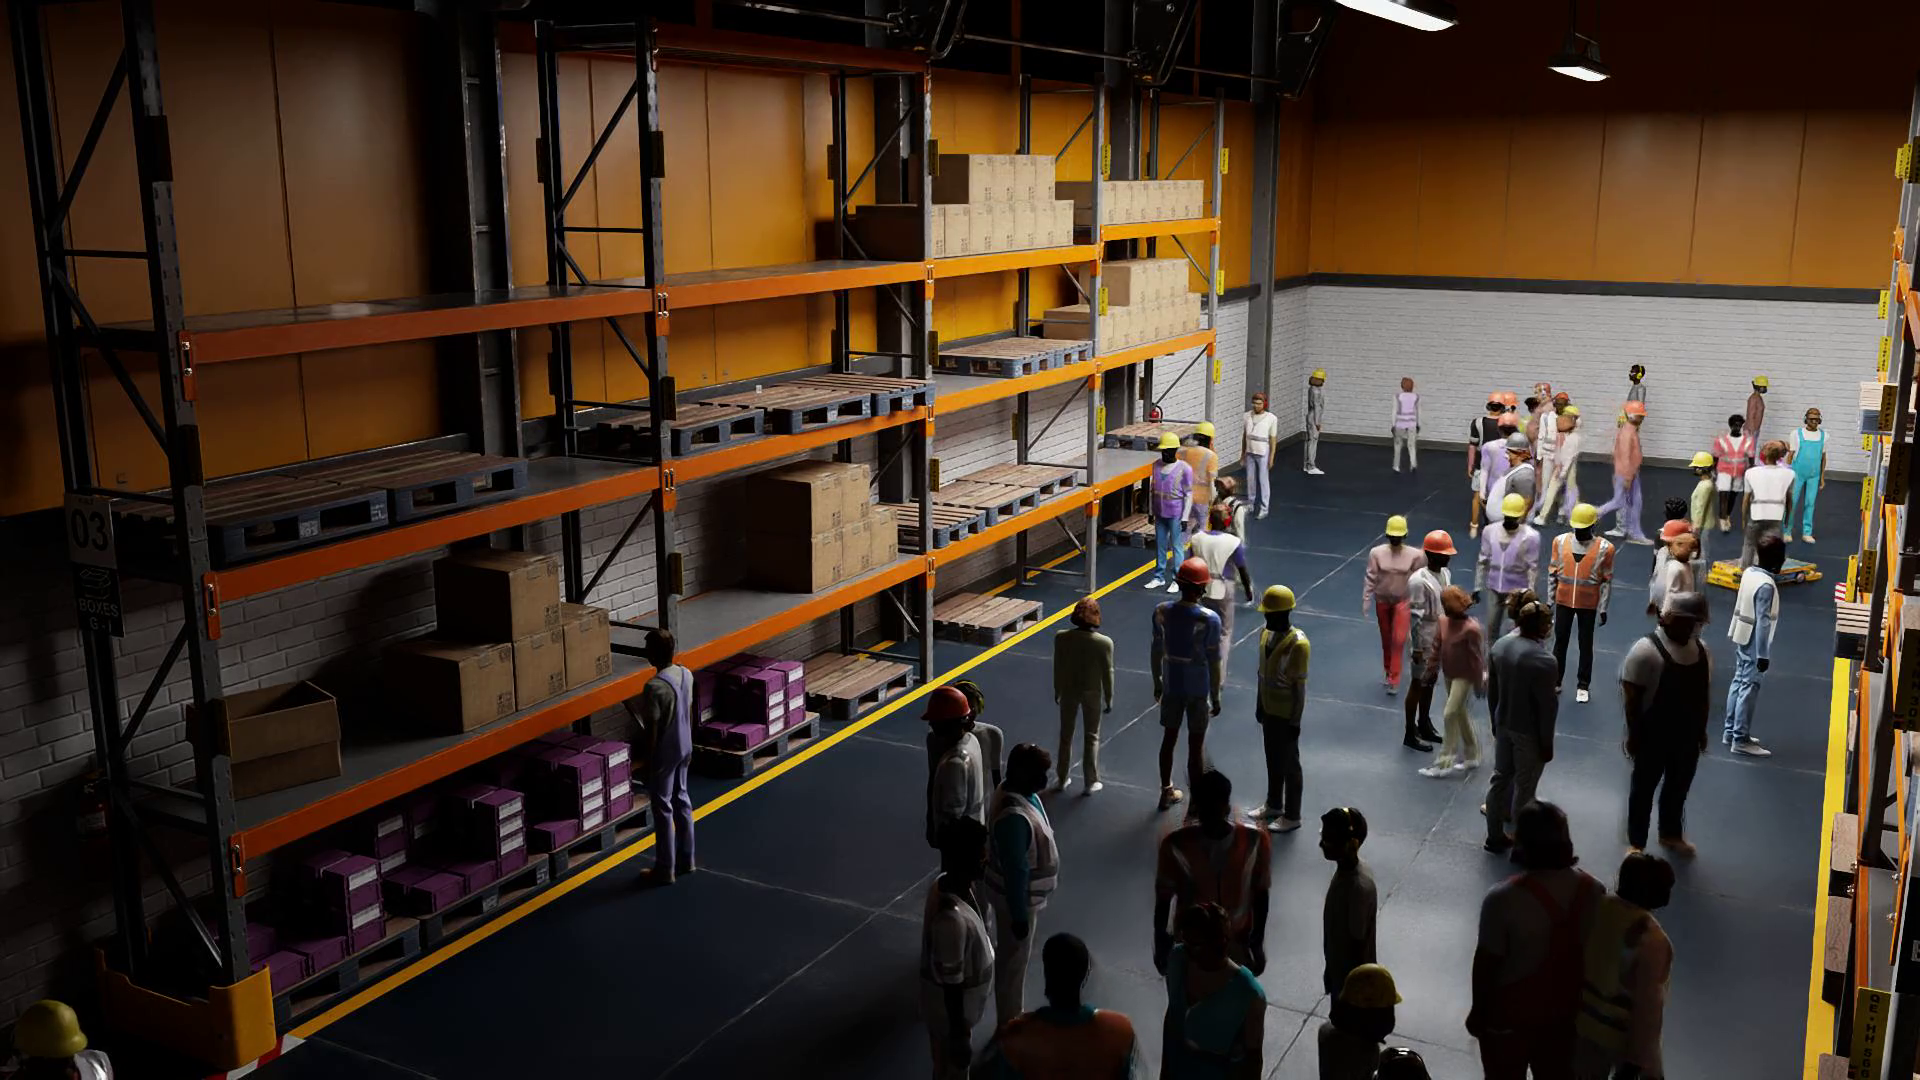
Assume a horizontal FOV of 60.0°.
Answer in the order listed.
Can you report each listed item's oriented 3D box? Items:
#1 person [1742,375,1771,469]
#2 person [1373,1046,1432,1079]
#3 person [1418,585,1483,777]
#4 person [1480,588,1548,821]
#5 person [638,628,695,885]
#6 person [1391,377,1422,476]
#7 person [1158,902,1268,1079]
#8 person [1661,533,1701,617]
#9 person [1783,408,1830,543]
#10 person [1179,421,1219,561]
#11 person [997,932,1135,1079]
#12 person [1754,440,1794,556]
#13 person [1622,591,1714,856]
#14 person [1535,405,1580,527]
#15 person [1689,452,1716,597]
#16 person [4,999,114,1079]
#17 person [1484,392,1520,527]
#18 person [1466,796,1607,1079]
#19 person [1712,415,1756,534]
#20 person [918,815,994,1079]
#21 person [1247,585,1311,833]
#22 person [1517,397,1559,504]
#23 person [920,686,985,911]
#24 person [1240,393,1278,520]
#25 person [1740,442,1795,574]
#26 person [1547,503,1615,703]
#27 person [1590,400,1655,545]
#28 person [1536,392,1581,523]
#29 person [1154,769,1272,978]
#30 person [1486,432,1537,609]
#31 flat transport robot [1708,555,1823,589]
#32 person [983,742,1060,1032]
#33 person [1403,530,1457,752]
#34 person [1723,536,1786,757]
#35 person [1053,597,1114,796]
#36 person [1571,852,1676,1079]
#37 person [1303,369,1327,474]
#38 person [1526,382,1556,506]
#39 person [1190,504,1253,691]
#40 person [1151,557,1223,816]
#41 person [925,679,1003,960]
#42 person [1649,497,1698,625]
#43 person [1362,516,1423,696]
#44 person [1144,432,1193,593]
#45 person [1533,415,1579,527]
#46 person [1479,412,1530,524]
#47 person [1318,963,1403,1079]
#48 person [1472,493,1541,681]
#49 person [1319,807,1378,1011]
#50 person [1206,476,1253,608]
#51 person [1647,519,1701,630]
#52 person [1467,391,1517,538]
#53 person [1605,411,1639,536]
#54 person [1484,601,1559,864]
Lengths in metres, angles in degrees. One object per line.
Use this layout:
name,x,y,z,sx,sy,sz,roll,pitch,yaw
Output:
person,12.730,-1.762,26.647,0.342,1.759,0.530,10,16,37
person,1.626,2.761,6.210,0.509,1.839,0.339,1,13,4
person,4.066,1.176,13.860,0.760,1.592,0.525,-4,13,-19
person,4.311,1.263,12.895,0.508,1.847,0.345,-11,17,-40
person,-2.072,1.521,11.773,0.353,1.835,0.518,6,14,24
person,7.397,-1.879,27.506,0.526,1.612,0.770,0,13,0
person,1.123,2.475,7.488,0.388,1.837,0.563,-9,16,-36
person,6.806,0.729,15.766,0.283,1.631,0.503,9,16,36
person,11.415,-0.869,22.440,0.508,1.846,0.345,2,13,8
person,3.007,-0.536,20.829,0.455,1.907,0.630,-10,16,-39
person,0.427,2.559,6.961,0.589,1.906,0.451,-1,13,-5
person,10.275,-0.452,21.059,0.312,1.633,0.519,-7,14,-29
person,5.150,1.351,12.059,0.721,2.000,0.535,-4,13,-17
person,8.544,-1.052,23.530,0.664,1.728,0.538,5,13,20
person,8.636,-0.155,19.439,0.341,1.760,0.525,7,14,29
person,-3.568,2.672,6.640,0.403,1.824,0.593,6,14,26
person,7.464,-1.046,22.898,0.378,1.995,0.612,-2,13,-10
person,2.792,2.219,8.173,0.686,2.000,0.538,-3,13,-14
person,10.753,-0.926,23.136,0.534,1.645,0.869,3,13,11
person,-0.019,2.273,8.098,0.370,1.967,0.602,0,13,-1
person,2.429,1.274,12.697,0.406,1.918,0.583,-5,14,-22
person,8.676,-1.329,24.921,0.686,1.656,0.357,2,13,7
person,-0.046,1.822,10.211,0.387,1.929,0.543,2,13,10
person,4.325,-1.221,24.045,0.390,1.836,0.569,-12,17,-42
person,9.576,-0.260,19.799,0.599,1.809,0.790,3,13,15
person,5.850,0.587,15.760,0.586,1.917,0.381,8,15,33
person,8.909,-0.916,22.393,0.908,1.964,0.631,8,15,31
person,8.529,-1.179,23.756,0.576,1.880,0.357,8,15,31
person,1.340,2.136,8.827,0.619,1.911,0.925,1,13,4
person,6.329,-0.231,19.141,0.537,2.000,0.674,3,13,12
flat transport robot,9.813,0.384,20.384,1.431,0.197,0.652,-6,14,-25
person,0.350,2.033,9.477,0.430,1.837,0.624,1,13,4
person,4.107,0.861,14.487,0.355,1.939,0.544,12,17,43
person,6.852,0.897,14.373,0.371,1.915,0.597,3,13,11
person,0.992,1.258,13.425,0.506,1.624,0.285,5,13,20
person,3.197,2.353,8.074,0.514,1.824,0.598,-7,14,-28
person,5.915,-1.973,27.633,0.310,1.735,0.484,0,13,-1
person,8.601,-1.392,24.660,0.407,1.902,0.638,5,13,21
person,2.538,0.543,16.202,0.590,1.807,0.561,-12,17,-43
person,1.787,1.136,13.018,0.611,2.042,0.396,10,16,38
person,0.033,1.777,10.569,0.509,1.863,0.326,0,13,-2
person,7.336,0.394,17.143,0.533,1.691,0.322,-6,14,-24
person,4.134,0.628,15.976,0.548,1.724,0.840,6,14,25
person,2.489,-0.331,19.845,0.585,1.929,0.371,12,17,42
person,8.440,-0.954,23.408,0.806,1.587,0.503,-4,13,-17
person,6.877,-0.621,21.021,0.631,1.990,1.070,2,13,11
person,1.683,2.617,7.095,0.341,1.736,0.486,-4,13,-18
person,5.350,0.464,16.330,0.627,1.909,0.405,12,17,43
person,1.957,2.239,8.495,0.322,1.862,0.509,1,13,6
person,3.033,0.062,18.782,0.544,1.625,0.523,-10,16,-37
person,6.938,0.615,16.096,0.865,1.715,0.565,-1,13,-5
person,7.242,-1.013,22.678,0.613,2.031,0.403,4,13,17
person,9.146,-0.924,22.933,0.484,1.738,0.320,-12,17,-43
person,4.095,1.388,12.132,0.362,1.935,0.631,-5,14,-22
